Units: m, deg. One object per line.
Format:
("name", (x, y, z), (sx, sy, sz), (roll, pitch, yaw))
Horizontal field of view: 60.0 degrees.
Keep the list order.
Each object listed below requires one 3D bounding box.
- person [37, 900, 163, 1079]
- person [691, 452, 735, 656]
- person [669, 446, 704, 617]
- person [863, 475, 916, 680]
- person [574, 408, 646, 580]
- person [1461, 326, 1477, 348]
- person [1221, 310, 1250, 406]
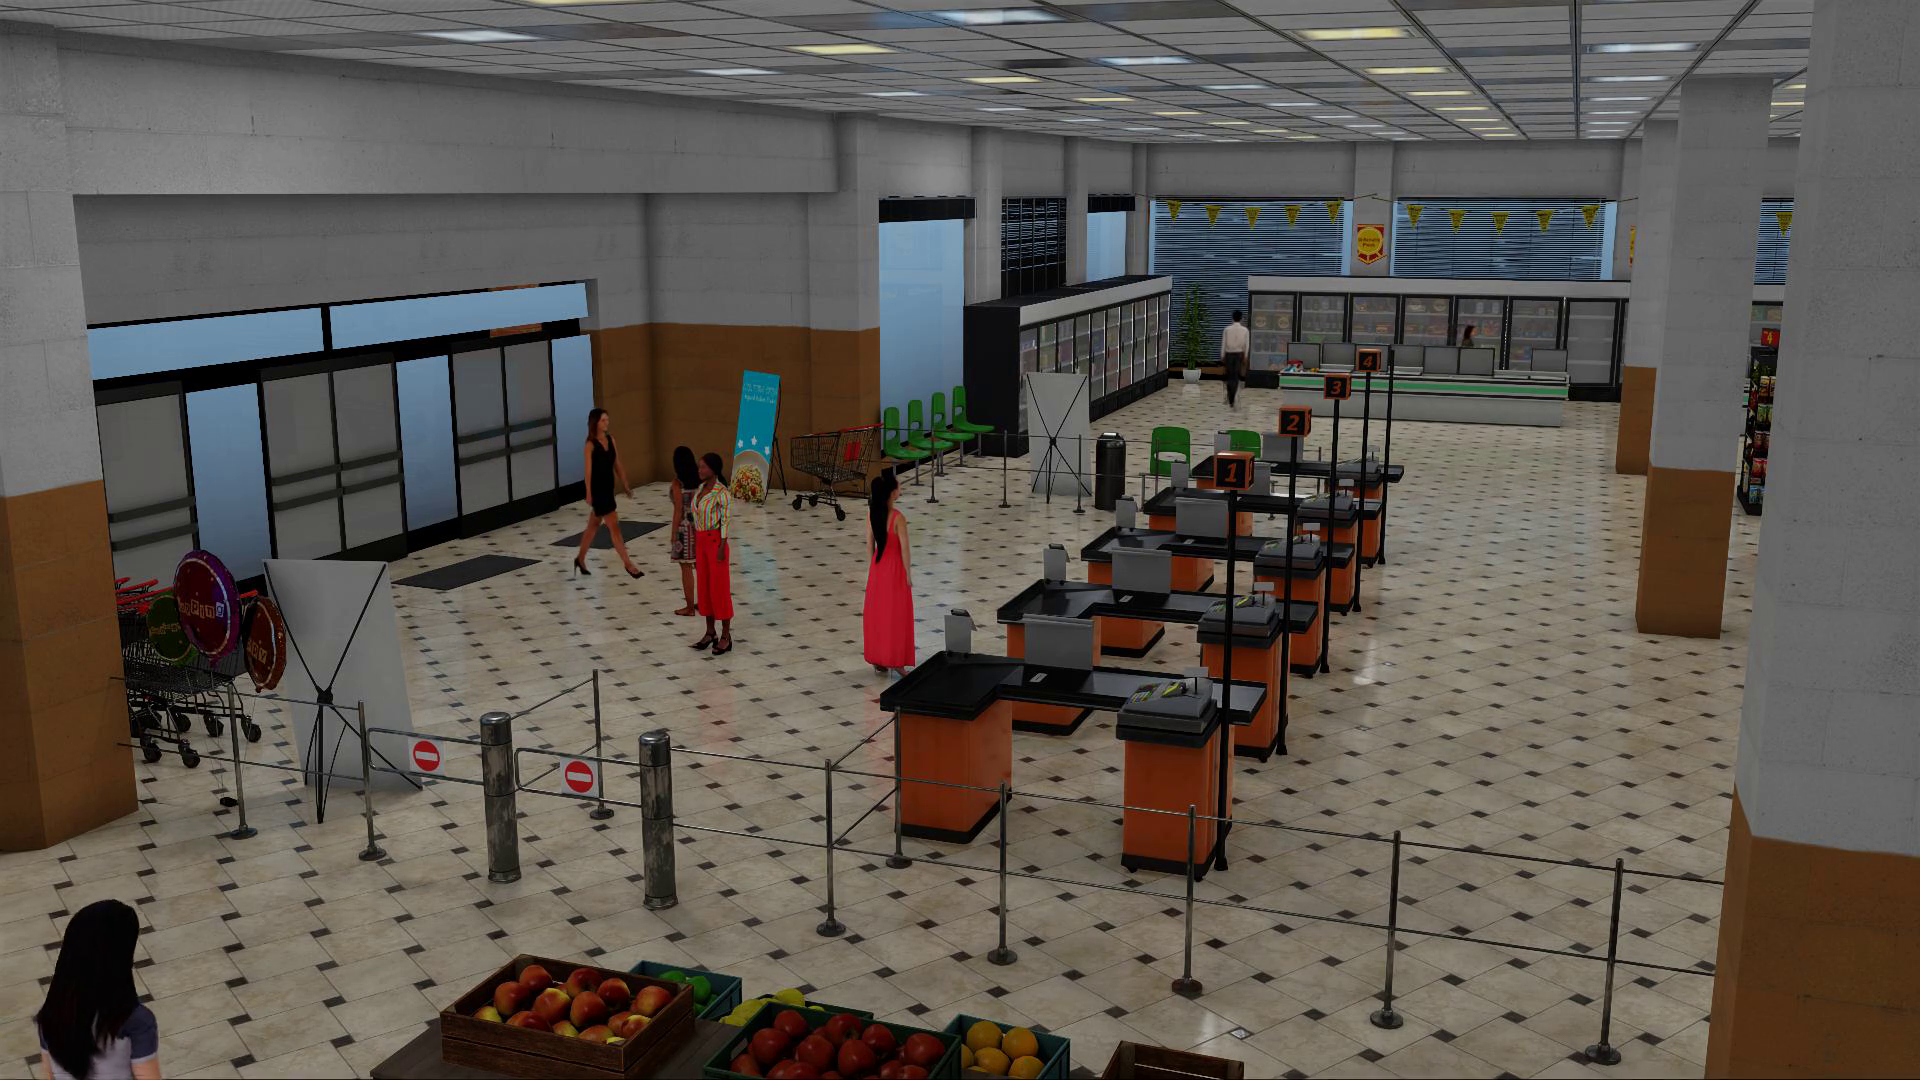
("person", (-2.897, 2.080, 5.590), (0.662, 1.680, 0.728), (2, 12, 7))
("person", (-2.179, 0.113, 14.657), (0.594, 1.793, 0.728), (11, 16, 41))
("person", (-2.609, -0.096, 16.016), (0.601, 1.642, 0.693), (7, 14, 31))
("person", (-0.600, 0.301, 13.924), (0.594, 1.726, 0.734), (8, 14, 35))
("person", (-3.794, -0.440, 17.317), (1.160, 1.779, 0.663), (6, 13, 26))
("person", (9.739, -3.405, 32.153), (0.634, 1.468, 0.632), (7, 14, 29))
("person", (5.196, -3.407, 31.449), (1.136, 1.762, 0.793), (3, 12, 14))
